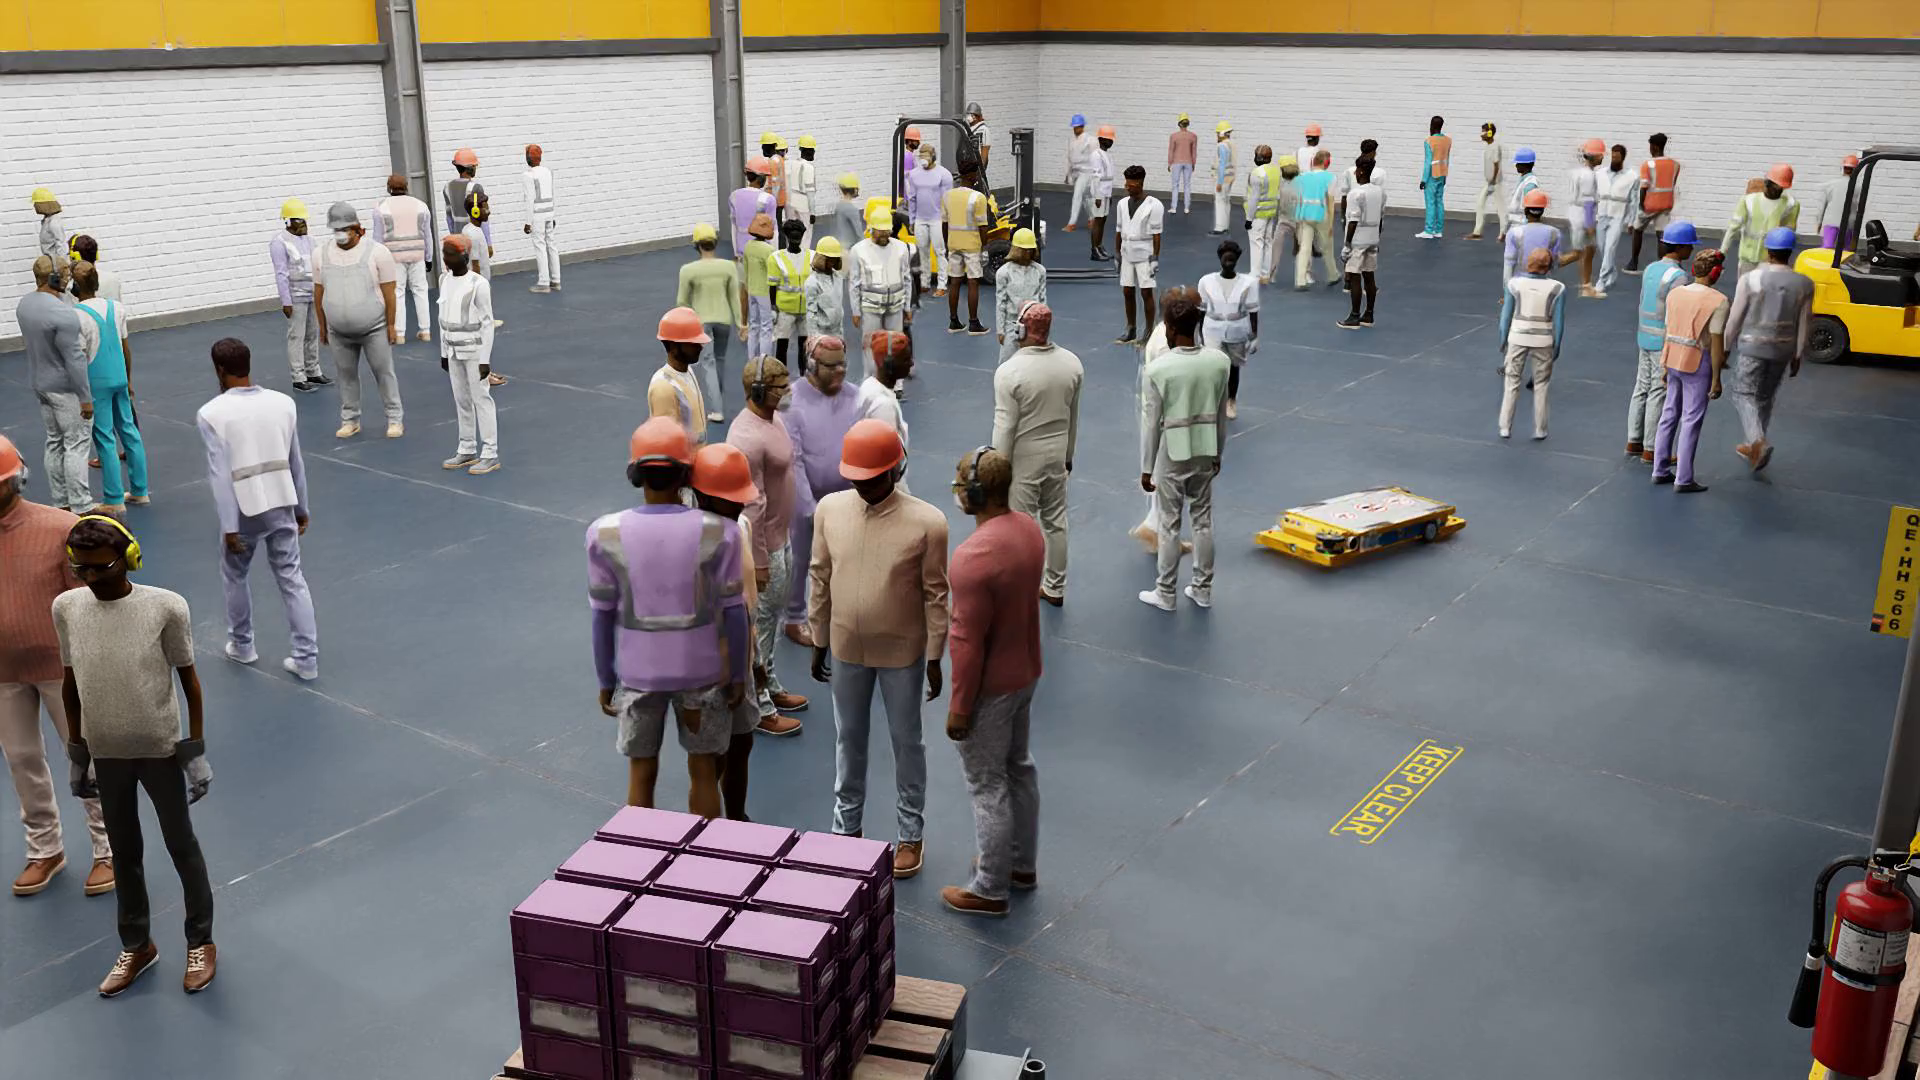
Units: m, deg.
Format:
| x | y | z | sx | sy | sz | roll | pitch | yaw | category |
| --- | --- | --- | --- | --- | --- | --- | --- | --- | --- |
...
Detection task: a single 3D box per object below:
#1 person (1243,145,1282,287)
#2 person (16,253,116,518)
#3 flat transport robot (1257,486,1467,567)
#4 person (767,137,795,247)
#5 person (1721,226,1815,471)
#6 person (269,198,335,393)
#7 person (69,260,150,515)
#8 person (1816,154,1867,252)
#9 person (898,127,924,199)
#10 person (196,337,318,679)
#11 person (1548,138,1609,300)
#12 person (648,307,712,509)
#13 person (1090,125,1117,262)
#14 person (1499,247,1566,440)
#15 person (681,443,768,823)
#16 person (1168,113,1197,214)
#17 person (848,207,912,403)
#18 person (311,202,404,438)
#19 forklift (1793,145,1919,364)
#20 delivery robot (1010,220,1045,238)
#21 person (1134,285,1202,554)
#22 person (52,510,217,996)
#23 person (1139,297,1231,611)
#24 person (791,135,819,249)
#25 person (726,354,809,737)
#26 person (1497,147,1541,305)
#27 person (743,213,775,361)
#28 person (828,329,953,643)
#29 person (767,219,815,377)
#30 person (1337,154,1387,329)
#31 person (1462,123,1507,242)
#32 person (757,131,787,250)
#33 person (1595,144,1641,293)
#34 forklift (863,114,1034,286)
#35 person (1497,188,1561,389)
| x | y | z | sx | sy | sz | roll | pitch | yaw | category |
| --- | --- | --- | --- | --- | --- | --- | --- | --- | --- |
| 3.953 | -4.276 | 21.954 | 0.429 | 1.844 | 0.627 | 14 | 22 | 37 | person |
| -6.330 | -1.054 | 11.744 | 0.635 | 1.928 | 0.382 | 12 | 21 | 32 | person |
| 2.790 | -0.117 | 11.483 | 1.431 | 0.197 | 0.652 | -13 | 22 | -35 | flat transport robot |
| -2.588 | -4.962 | 24.224 | 0.529 | 1.768 | 0.312 | -2 | 18 | -7 | person |
| 6.382 | -1.497 | 13.137 | 0.624 | 1.928 | 0.823 | 1 | 18 | 3 | person |
| -6.289 | -2.342 | 15.919 | 0.404 | 1.829 | 0.600 | 4 | 18 | 12 | person |
| -6.183 | -1.093 | 11.989 | 0.343 | 1.847 | 0.506 | 7 | 19 | 20 | person |
| 11.586 | -4.201 | 21.912 | 0.569 | 1.726 | 0.805 | 13 | 22 | 35 | person |
| -0.705 | -4.961 | 23.944 | 0.376 | 1.933 | 0.551 | -2 | 18 | -5 | person |
| -3.863 | -0.168 | 9.079 | 0.739 | 1.868 | 0.615 | 11 | 21 | 30 | person |
| 7.761 | -4.028 | 20.903 | 0.865 | 2.024 | 0.612 | 6 | 19 | 19 | person |
| -1.585 | -0.385 | 9.629 | 0.374 | 1.935 | 0.552 | 1 | 18 | 4 | person |
| 2.086 | -5.036 | 24.177 | 0.358 | 1.937 | 0.544 | 7 | 19 | 21 | person |
| 4.835 | -1.659 | 14.111 | 0.521 | 1.629 | 0.330 | 7 | 19 | 22 | person |
| -0.960 | 0.531 | 6.795 | 0.389 | 1.923 | 0.550 | 8 | 19 | 23 | person |
| 3.971 | -6.738 | 29.794 | 0.532 | 1.758 | 0.345 | -3 | 18 | -10 | person |
| -0.729 | -2.160 | 15.381 | 0.601 | 1.818 | 0.403 | -7 | 19 | -21 | person |
| -5.106 | -1.852 | 14.050 | 0.701 | 2.000 | 0.536 | 0 | 18 | -1 | person |
| 9.803 | -2.879 | 17.013 | 2.313 | 2.155 | 1.214 | 12 | 21 | 33 | forklift |
| 0.996 | -4.711 | 25.243 | 0.477 | 0.478 | 0.707 | 12 | 21 | 33 | delivery robot |
| 1.419 | -0.766 | 10.994 | 0.444 | 1.827 | 0.655 | 1 | 18 | 2 | person |
| -3.017 | 0.786 | 6.087 | 0.512 | 1.865 | 0.329 | -1 | 18 | -3 | person |
| 1.355 | -0.501 | 10.044 | 0.593 | 1.912 | 0.397 | -8 | 19 | -23 | person |
| -2.097 | -4.542 | 22.671 | 0.396 | 1.919 | 0.582 | -9 | 20 | -27 | person |
| -0.973 | 0.021 | 8.356 | 0.358 | 1.937 | 0.636 | 1 | 18 | 3 | person |
| 6.846 | -3.788 | 20.260 | 0.402 | 1.944 | 0.605 | 3 | 18 | 9 | person |
| -1.939 | -2.397 | 16.412 | 0.277 | 1.631 | 0.506 | -14 | 23 | -38 | person |
| -0.408 | -0.285 | 9.479 | 0.965 | 1.834 | 0.589 | -1 | 18 | -2 | person |
| -1.542 | -2.159 | 15.575 | 0.536 | 1.690 | 0.325 | -9 | 20 | -26 | person |
| 4.592 | -3.405 | 19.028 | 0.613 | 1.963 | 0.362 | -14 | 22 | -36 | person |
| 8.387 | -5.620 | 26.205 | 0.655 | 1.829 | 0.511 | -2 | 18 | -6 | person |
| -2.605 | -4.711 | 23.174 | 0.384 | 1.924 | 0.593 | 0 | 18 | -1 | person |
| 8.502 | -4.208 | 21.675 | 0.592 | 1.886 | 0.889 | 16 | 24 | 40 | person |
| -0.171 | -4.594 | 22.377 | 2.313 | 2.155 | 1.214 | 1 | 18 | 3 | forklift |
| 5.530 | -2.437 | 16.118 | 0.556 | 1.902 | 0.934 | 0 | 18 | 0 | person |
